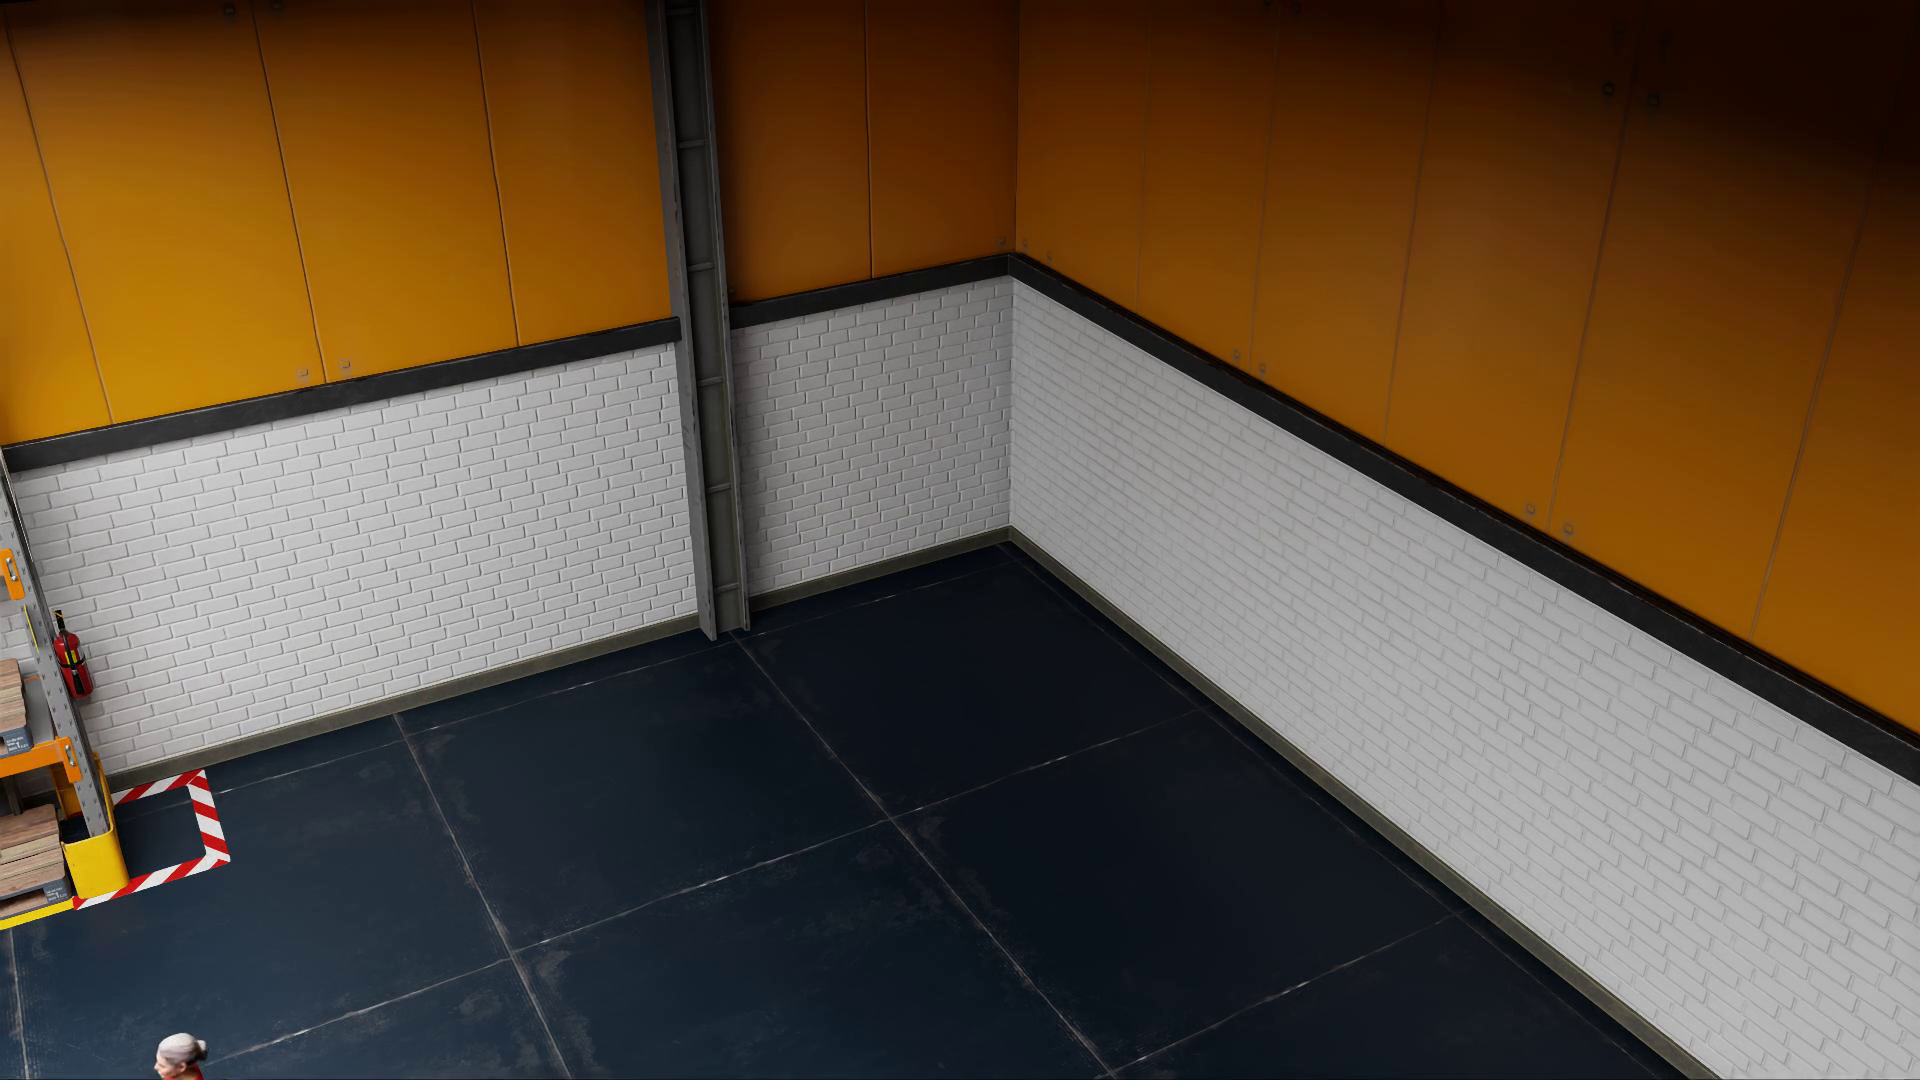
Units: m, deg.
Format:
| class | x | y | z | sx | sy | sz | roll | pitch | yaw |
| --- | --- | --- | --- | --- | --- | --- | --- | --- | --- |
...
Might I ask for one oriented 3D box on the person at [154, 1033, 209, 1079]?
| class | x | y | z | sx | sy | sz | roll | pitch | yaw |
| --- | --- | --- | --- | --- | --- | --- | --- | --- | --- |
| person | -4.008 | 3.316 | 9.064 | 1.143 | 1.657 | 0.656 | -20 | 34 | -32 |
